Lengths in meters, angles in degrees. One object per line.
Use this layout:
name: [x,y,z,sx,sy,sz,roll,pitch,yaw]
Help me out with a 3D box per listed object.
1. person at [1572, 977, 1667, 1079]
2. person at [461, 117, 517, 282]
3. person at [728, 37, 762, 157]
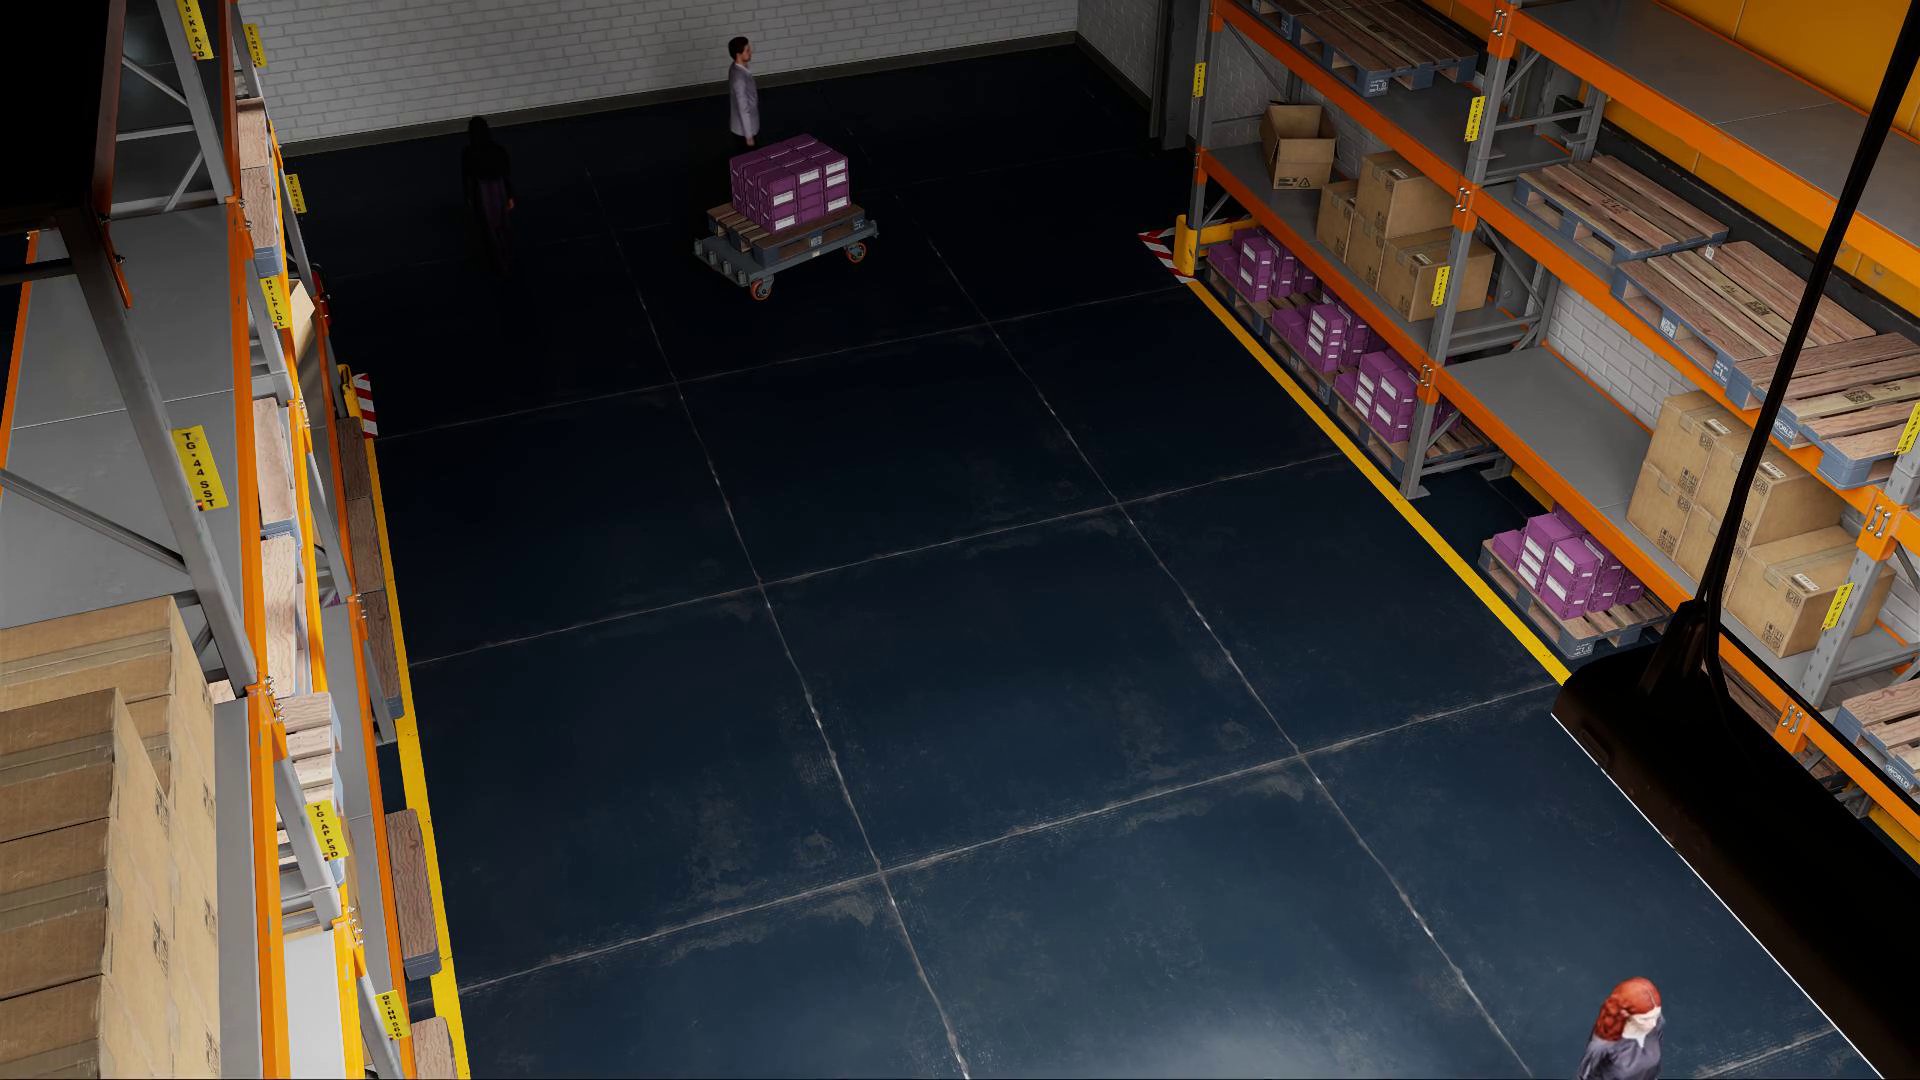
person: [3.188,2.725,8.356,0.699,1.737,1.187,-19,42,-22]
person: [-4.503,-3.257,15.950,0.654,1.608,1.091,-16,41,-19]
person: [-2.210,-4.242,16.988,0.772,1.852,0.581,-6,39,-8]
